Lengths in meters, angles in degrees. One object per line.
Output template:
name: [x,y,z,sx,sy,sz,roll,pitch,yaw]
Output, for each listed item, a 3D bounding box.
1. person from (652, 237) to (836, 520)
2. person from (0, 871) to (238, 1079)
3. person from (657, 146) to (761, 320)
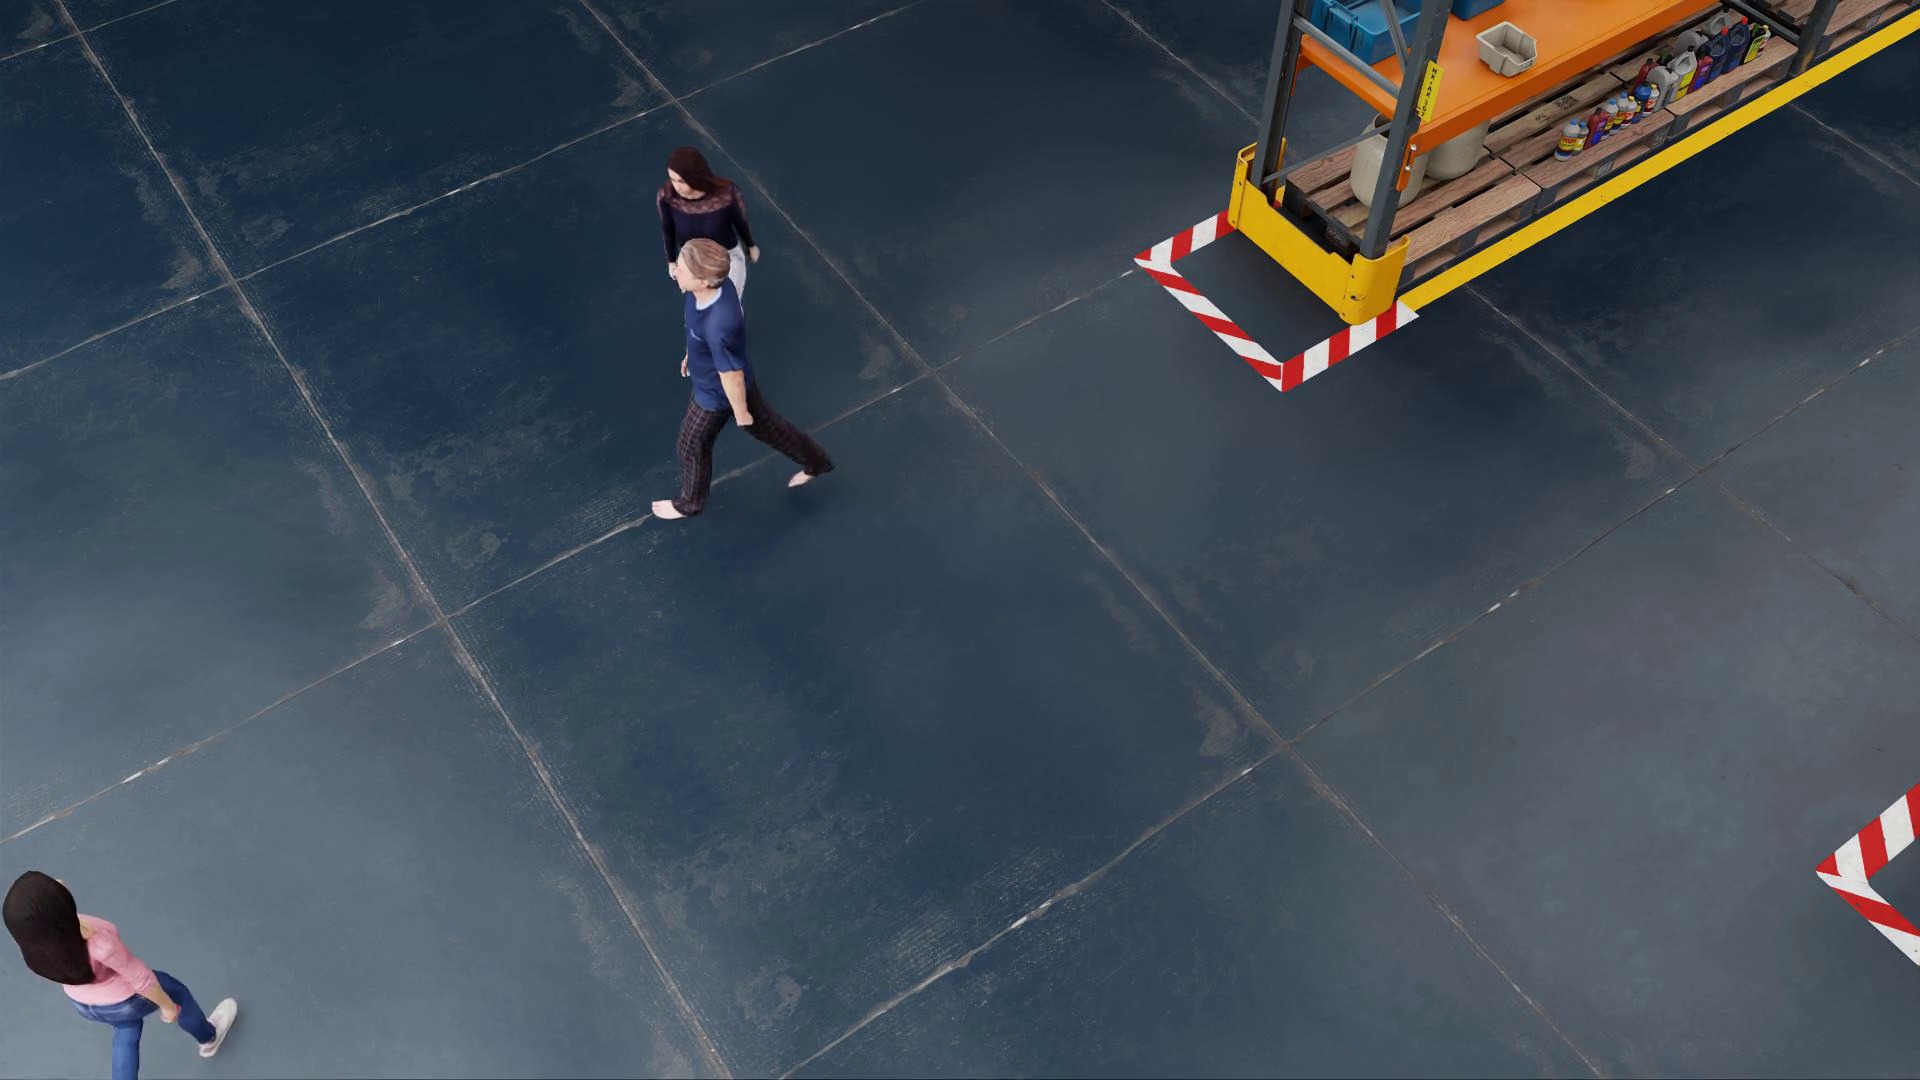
person: [-1.070,-0.781,8.177,1.299,1.827,1.046,-5,52,-4]
person: [-3.220,1.769,6.268,0.998,1.723,1.030,6,52,5]
person: [-1.302,-1.540,8.936,1.056,1.557,1.115,4,52,3]
